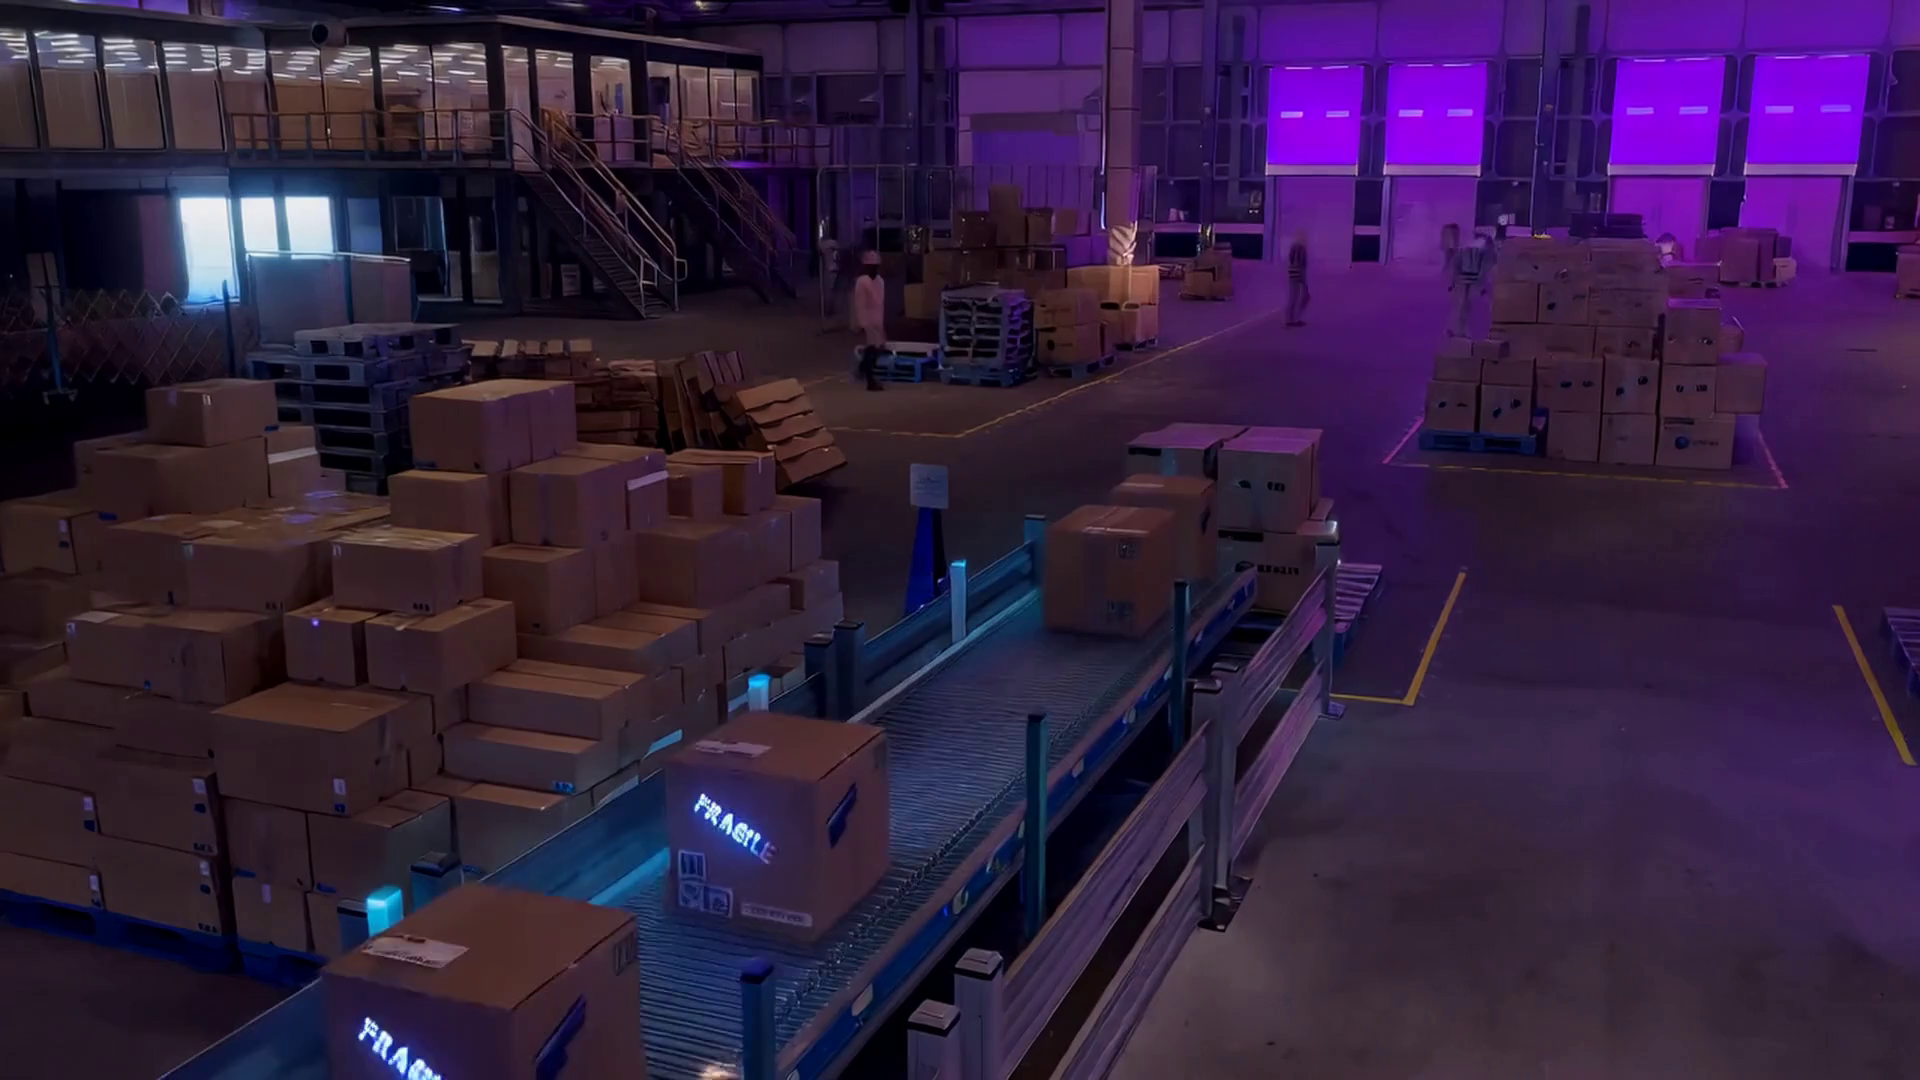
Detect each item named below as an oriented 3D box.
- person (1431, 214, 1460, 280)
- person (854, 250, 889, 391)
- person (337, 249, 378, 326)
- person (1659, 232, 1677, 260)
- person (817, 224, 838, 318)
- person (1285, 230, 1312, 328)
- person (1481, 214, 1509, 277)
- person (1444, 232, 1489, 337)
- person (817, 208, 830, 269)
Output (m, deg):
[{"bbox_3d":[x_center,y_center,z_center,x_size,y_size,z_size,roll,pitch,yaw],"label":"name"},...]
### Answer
[{"bbox_3d":[13.391,-8.041,45.733,1.004,1.779,0.635,-4,13,-17],"label":"person"},{"bbox_3d":[-1.250,-3.022,22.910,0.515,1.922,0.551,11,17,41],"label":"person"},{"bbox_3d":[-8.710,-3.256,24.075,0.650,1.869,0.504,-10,16,-37],"label":"person"},{"bbox_3d":[12.246,-4.370,28.928,0.376,1.934,0.546,4,13,15],"label":"person"},{"bbox_3d":[-2.703,-5.512,34.115,0.393,1.911,0.590,6,14,23],"label":"person"},{"bbox_3d":[6.525,-5.003,31.910,0.589,1.864,0.602,-3,13,-14],"label":"person"},{"bbox_3d":[14.478,-7.840,44.701,0.519,1.843,0.792,-12,17,-42],"label":"person"},{"bbox_3d":[9.227,-4.625,30.178,0.695,1.885,0.391,0,13,-2],"label":"person"},{"bbox_3d":[-4.198,-9.182,50.716,0.520,1.843,0.331,-9,16,-36],"label":"person"}]
